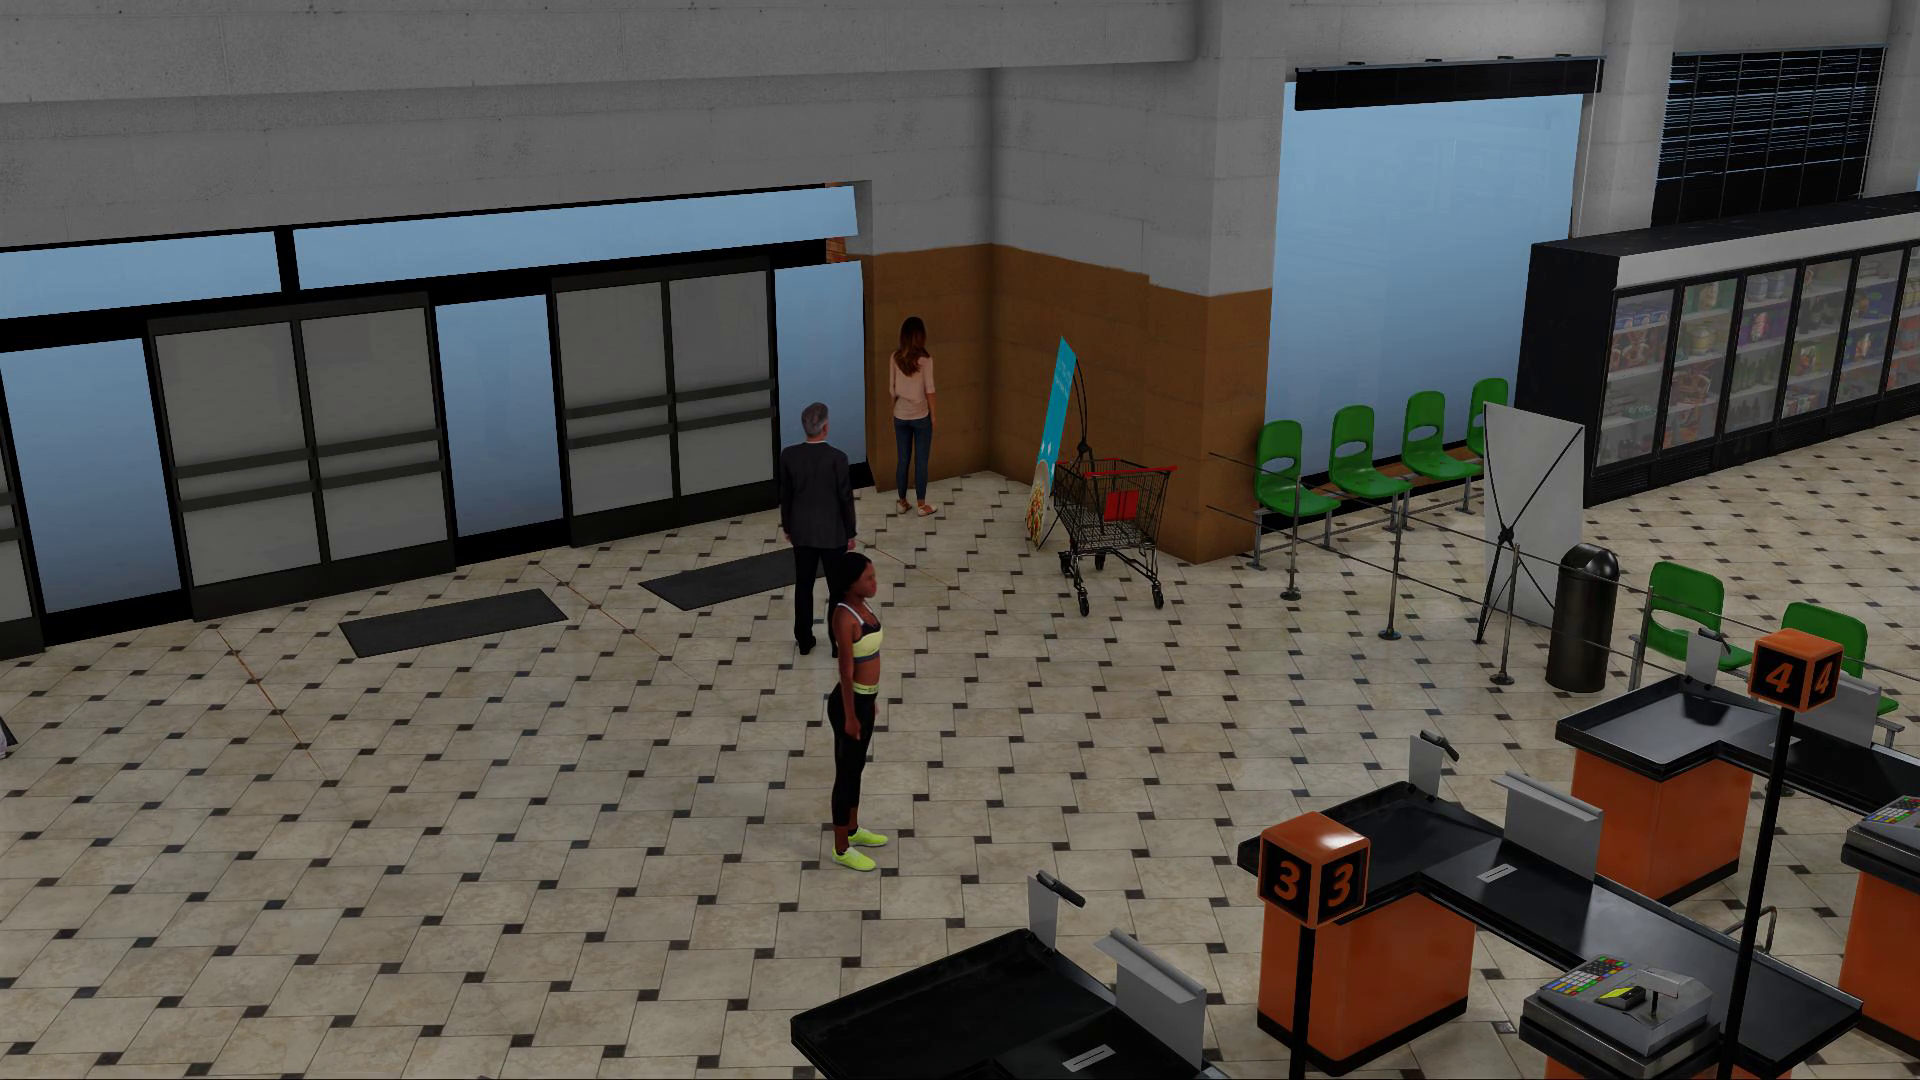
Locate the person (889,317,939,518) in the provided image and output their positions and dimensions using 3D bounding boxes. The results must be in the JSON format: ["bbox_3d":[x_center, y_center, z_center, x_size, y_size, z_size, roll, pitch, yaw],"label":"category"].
[{"bbox_3d":[-0.423,-1.099,14.795,0.618,1.792,0.731,9,20,24],"label":"person"}]

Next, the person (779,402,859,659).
[{"bbox_3d":[-0.983,-0.074,11.676,0.778,1.842,0.871,6,19,16],"label":"person"}]

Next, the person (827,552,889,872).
[{"bbox_3d":[-0.582,0.898,8.934,0.689,1.754,0.638,4,19,12],"label":"person"}]
